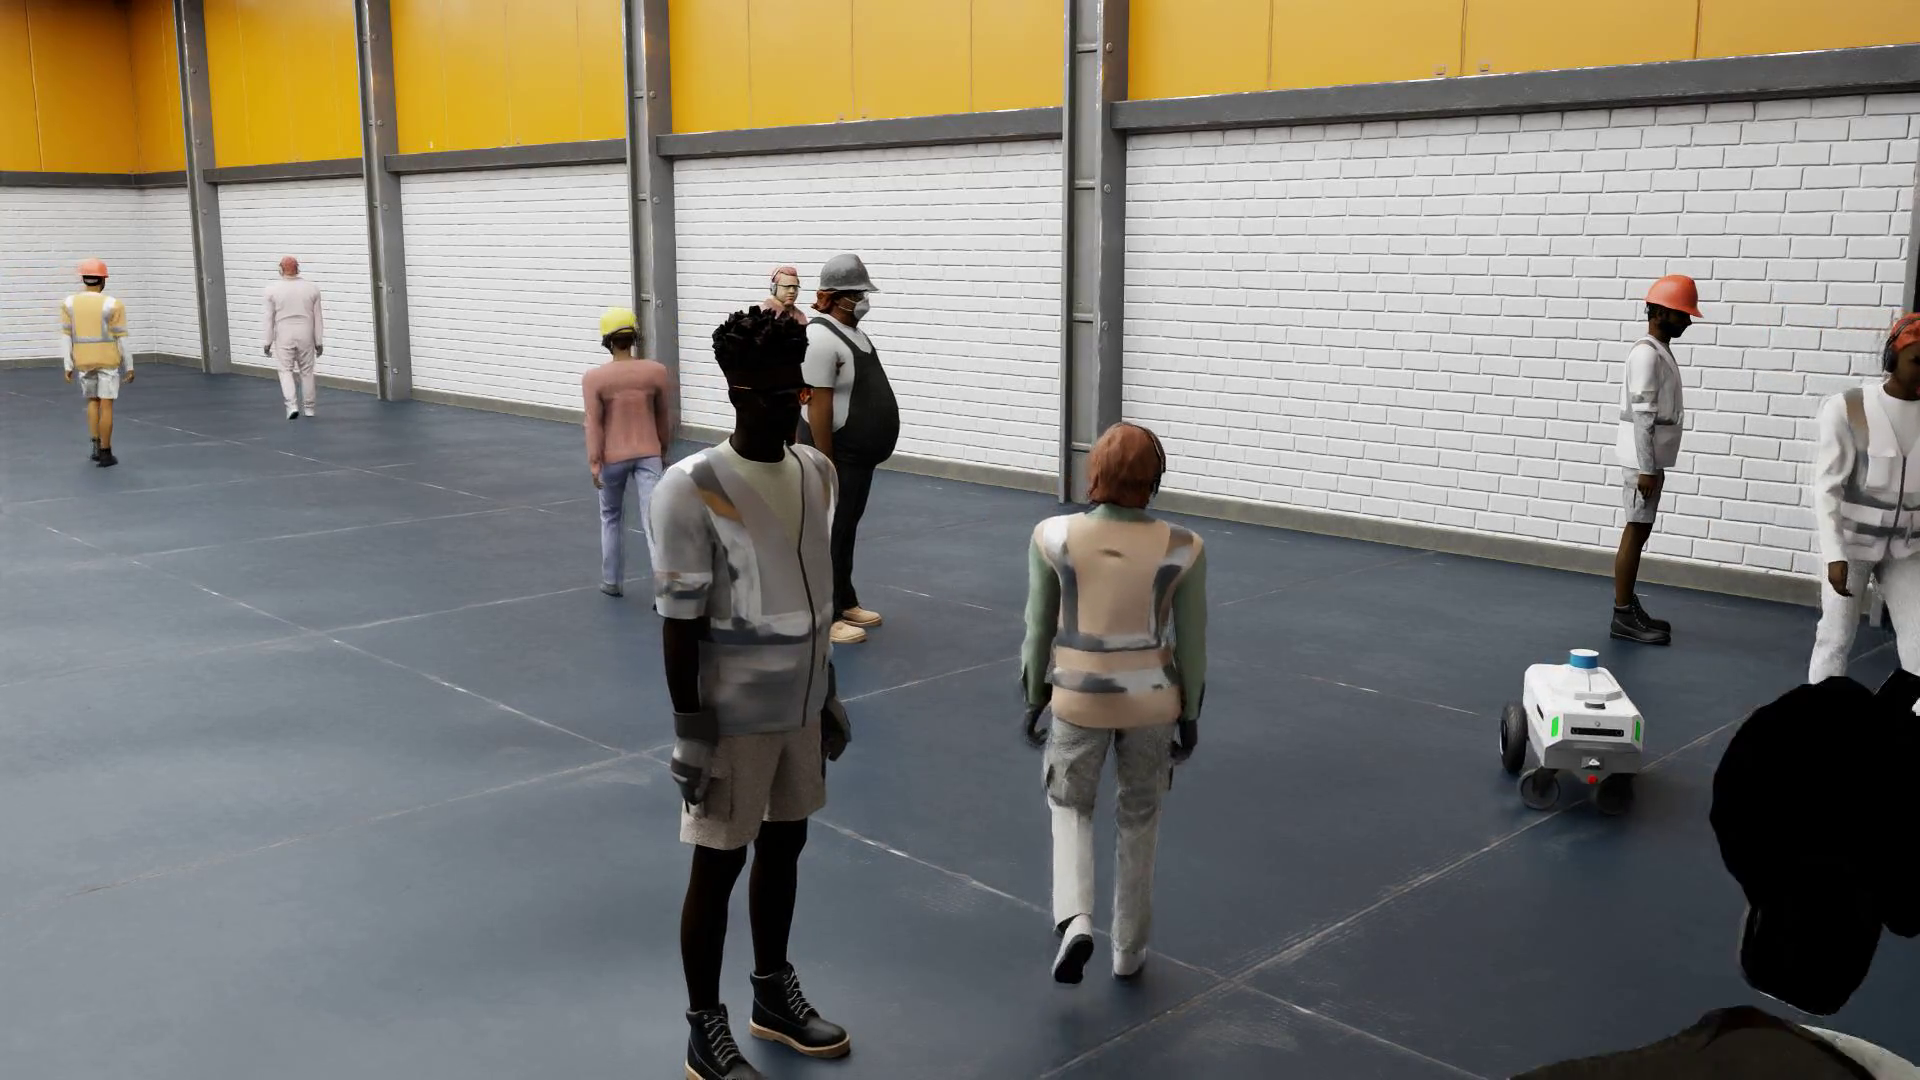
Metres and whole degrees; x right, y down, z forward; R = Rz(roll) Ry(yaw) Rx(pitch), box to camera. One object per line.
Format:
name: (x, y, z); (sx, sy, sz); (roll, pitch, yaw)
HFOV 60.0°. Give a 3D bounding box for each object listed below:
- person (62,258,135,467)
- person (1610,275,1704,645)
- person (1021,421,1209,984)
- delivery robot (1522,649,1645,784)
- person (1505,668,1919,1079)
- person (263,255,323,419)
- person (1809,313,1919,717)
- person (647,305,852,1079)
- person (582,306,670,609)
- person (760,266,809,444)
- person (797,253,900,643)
person: (-7.963, -1.644, 15.429); (0.581, 1.920, 0.534); (-1, 10, -5)
person: (3.655, -0.423, 8.761); (0.374, 1.928, 0.543); (5, 12, 25)
person: (0.426, 0.485, 4.636); (0.527, 1.621, 0.451); (1, 10, 8)
delivery robot: (2.366, 0.661, 6.341); (0.477, 0.478, 0.707); (2, 11, 11)
person: (0.423, 0.999, 1.087); (0.676, 1.906, 0.426); (-5, 11, -24)
person: (-7.778, -2.354, 19.419); (0.658, 1.924, 0.475); (-6, 12, -30)
person: (3.559, 0.063, 6.349); (0.588, 1.838, 0.887); (1, 10, 8)
person: (-0.497, 0.402, 4.150); (0.366, 1.964, 0.610); (7, 13, 35)
person: (-1.888, -0.477, 9.585); (0.525, 1.732, 0.845); (-5, 11, -24)
person: (-1.282, -1.056, 12.278); (0.401, 1.904, 0.646); (6, 12, 28)
person: (-0.585, -0.495, 8.845); (0.536, 2.000, 0.684); (2, 11, 12)
